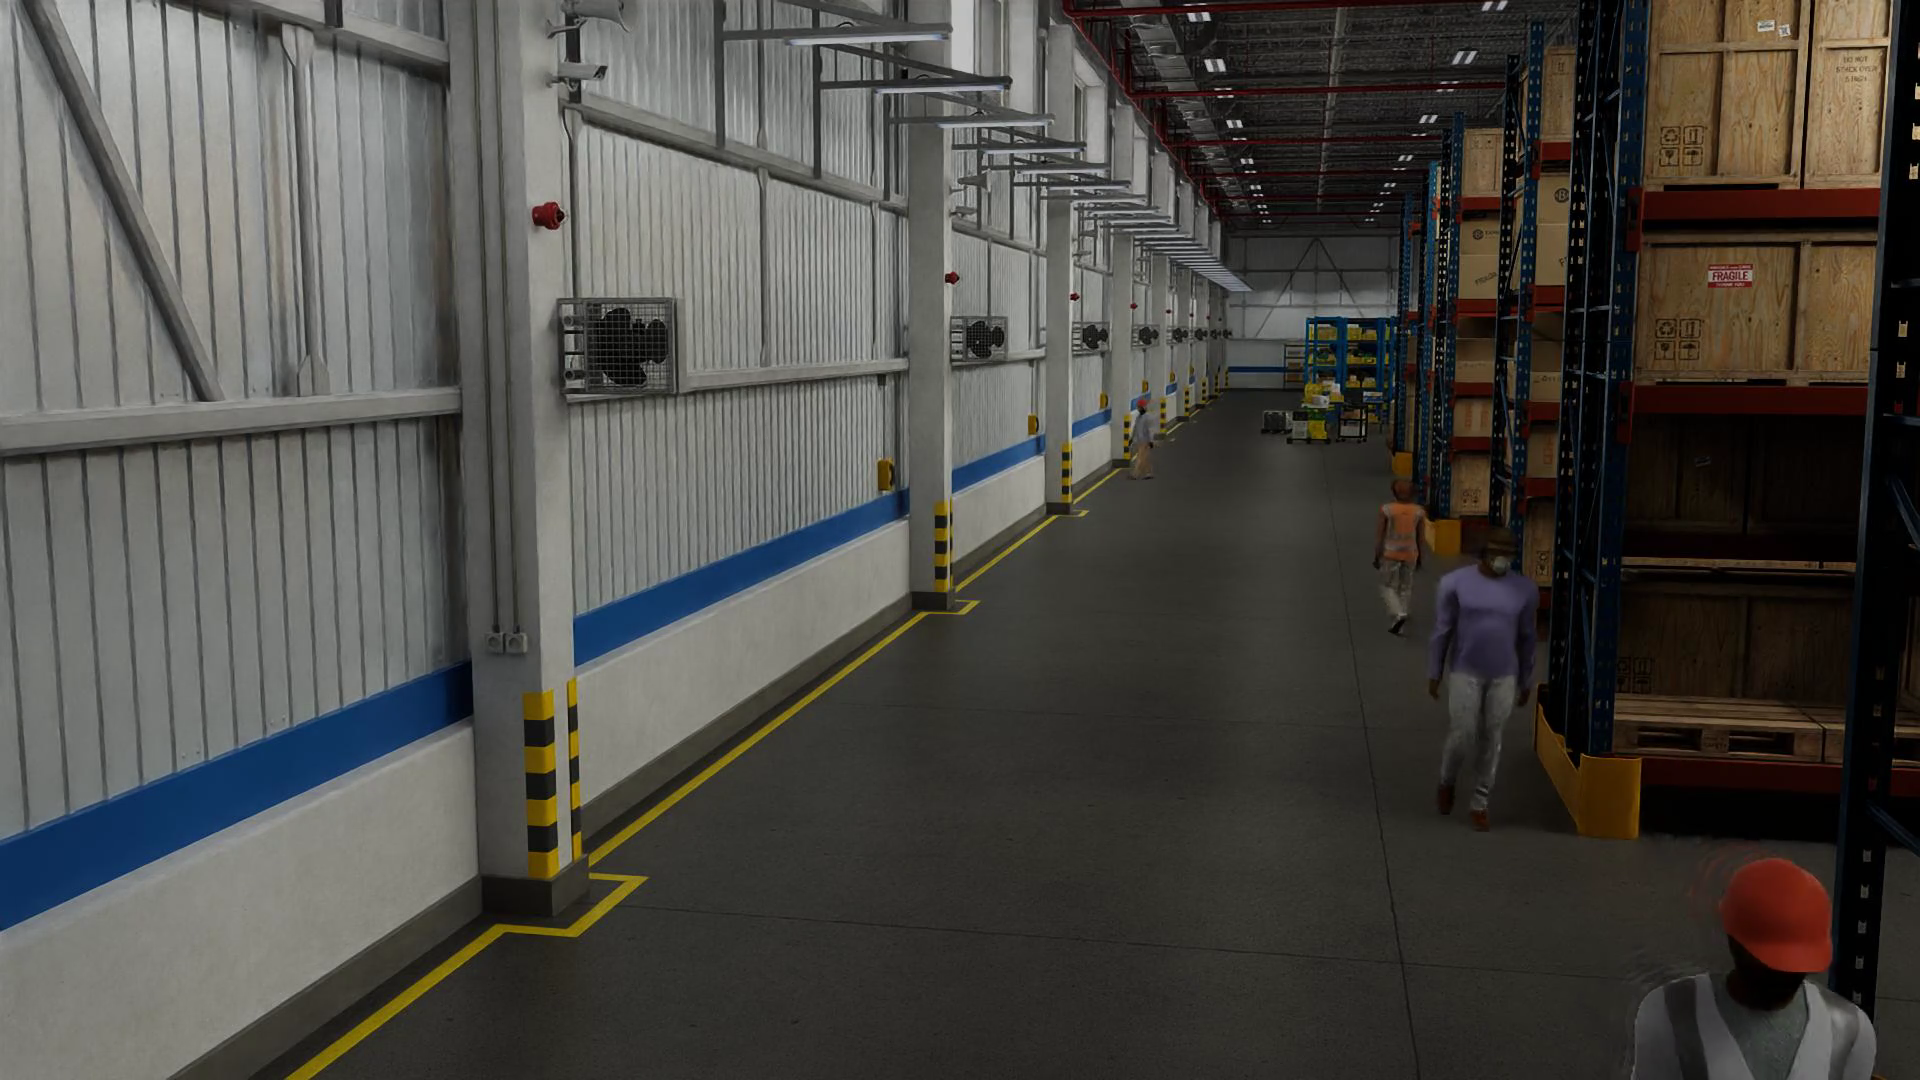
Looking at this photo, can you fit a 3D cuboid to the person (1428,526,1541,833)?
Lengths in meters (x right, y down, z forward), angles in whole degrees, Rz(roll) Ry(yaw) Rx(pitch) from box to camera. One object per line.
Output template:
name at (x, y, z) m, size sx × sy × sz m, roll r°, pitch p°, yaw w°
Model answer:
person at (3.264, 0.856, 10.376) m, size 0.673 × 1.914 × 0.463 m, roll 1°, pitch 7°, yaw 4°

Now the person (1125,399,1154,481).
person at (3.754, -2.086, 34.718) m, size 0.809 × 1.713 × 0.572 m, roll -3°, pitch 8°, yaw -21°

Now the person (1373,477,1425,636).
person at (4.469, 0.173, 16.951) m, size 0.540 × 1.624 × 0.361 m, roll -1°, pitch 7°, yaw -8°

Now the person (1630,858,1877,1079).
person at (1.886, 1.656, 4.055) m, size 0.565 × 1.897 × 0.857 m, roll 1°, pitch 7°, yaw 9°
